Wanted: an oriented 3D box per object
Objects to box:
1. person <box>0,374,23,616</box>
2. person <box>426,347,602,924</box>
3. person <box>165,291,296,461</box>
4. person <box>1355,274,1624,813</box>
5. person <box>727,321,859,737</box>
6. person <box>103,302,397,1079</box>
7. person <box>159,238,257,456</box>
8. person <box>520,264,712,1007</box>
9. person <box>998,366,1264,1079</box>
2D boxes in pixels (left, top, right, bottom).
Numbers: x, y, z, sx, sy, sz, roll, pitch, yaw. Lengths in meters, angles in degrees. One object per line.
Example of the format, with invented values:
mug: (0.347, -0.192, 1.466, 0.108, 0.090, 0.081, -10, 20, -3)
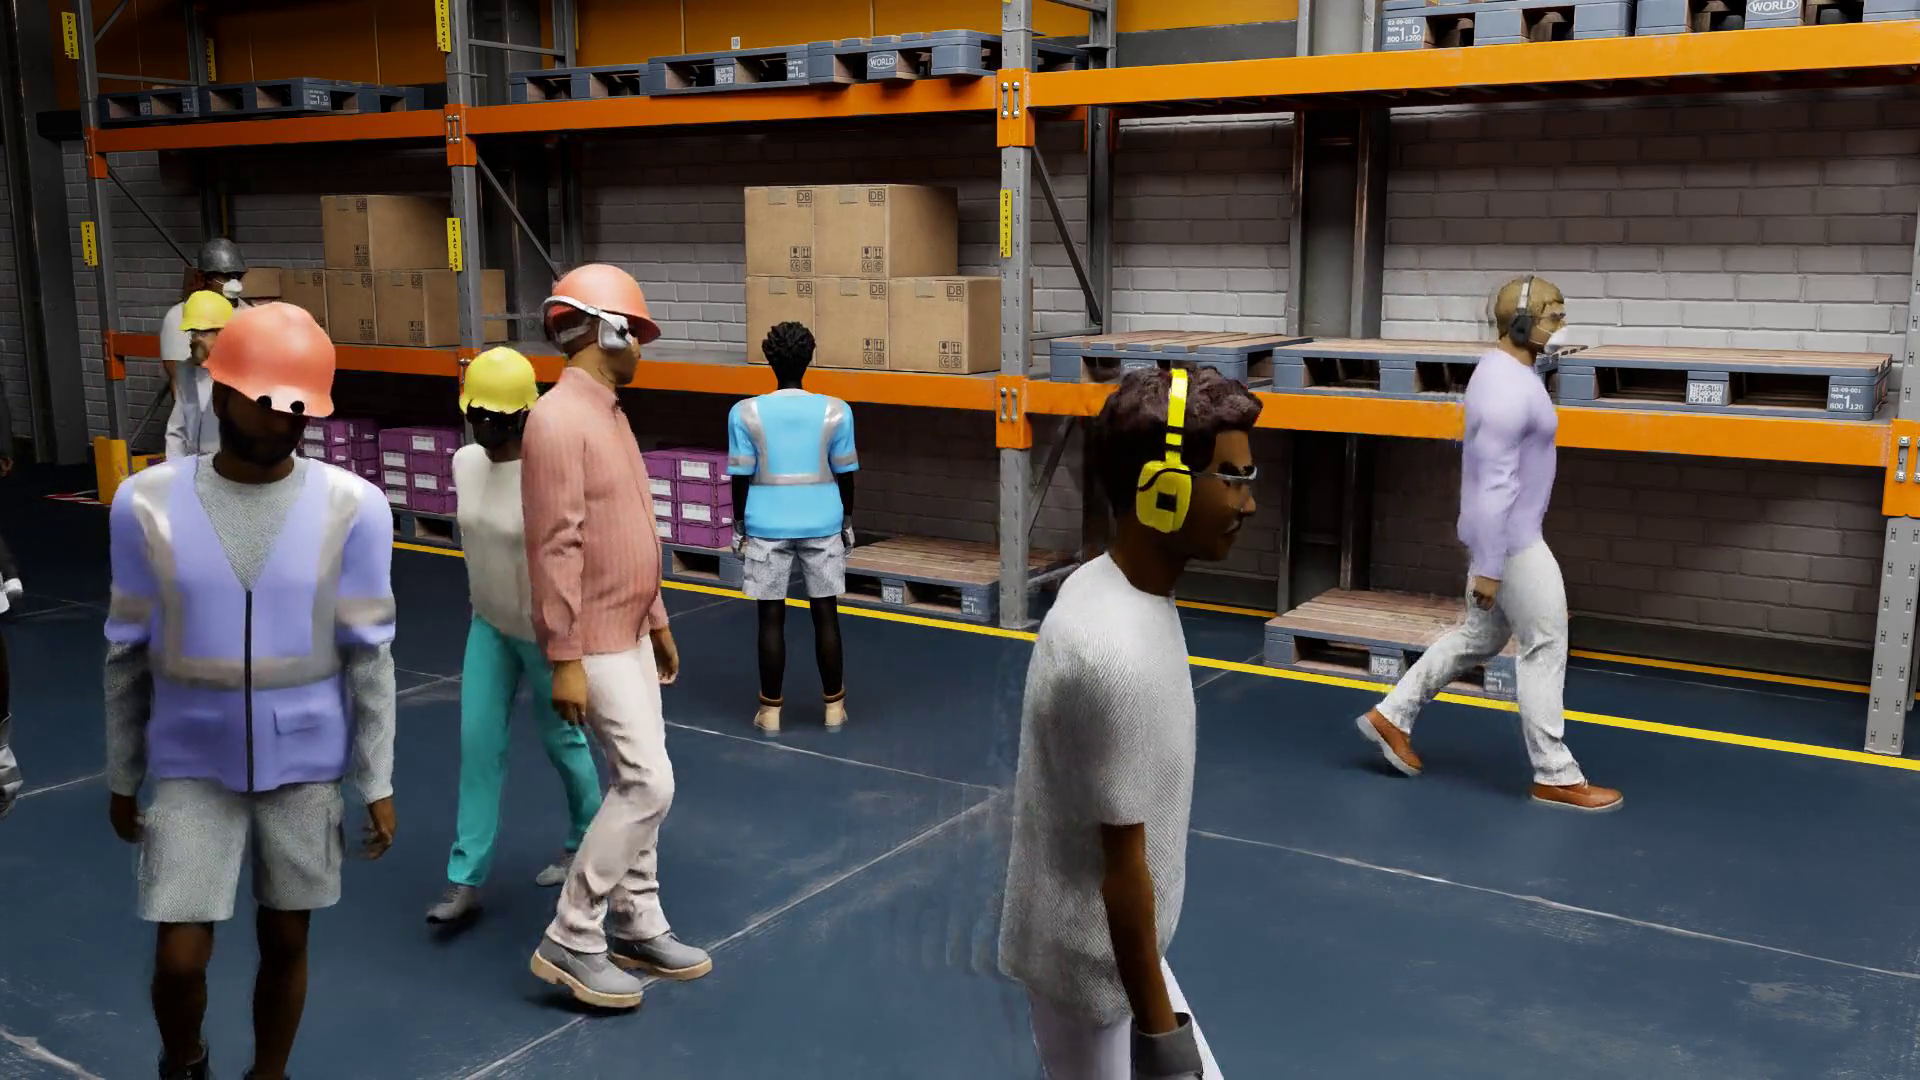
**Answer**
person: (-5.237, -0.472, 8.658, 0.551, 1.899, 0.637, 6, 12, 30)
person: (-1.320, 0.285, 4.927, 0.543, 1.709, 0.832, 6, 12, 29)
person: (-3.495, -0.277, 7.882, 0.599, 1.779, 0.902, 5, 11, 26)
person: (1.926, 0.004, 5.974, 0.900, 1.912, 0.641, 2, 11, 13)
person: (-0.680, -0.040, 6.804, 0.540, 1.696, 0.317, -2, 10, -12)
person: (-1.446, 0.468, 3.443, 0.576, 1.900, 0.468, -4, 11, -20)
person: (-4.135, -0.698, 9.500, 0.536, 2.000, 0.688, 5, 11, 24)
person: (-0.929, 0.256, 4.433, 0.439, 1.957, 0.650, 1, 10, 4)
person: (0.245, 0.666, 2.484, 0.487, 1.845, 0.537, 3, 11, 14)
